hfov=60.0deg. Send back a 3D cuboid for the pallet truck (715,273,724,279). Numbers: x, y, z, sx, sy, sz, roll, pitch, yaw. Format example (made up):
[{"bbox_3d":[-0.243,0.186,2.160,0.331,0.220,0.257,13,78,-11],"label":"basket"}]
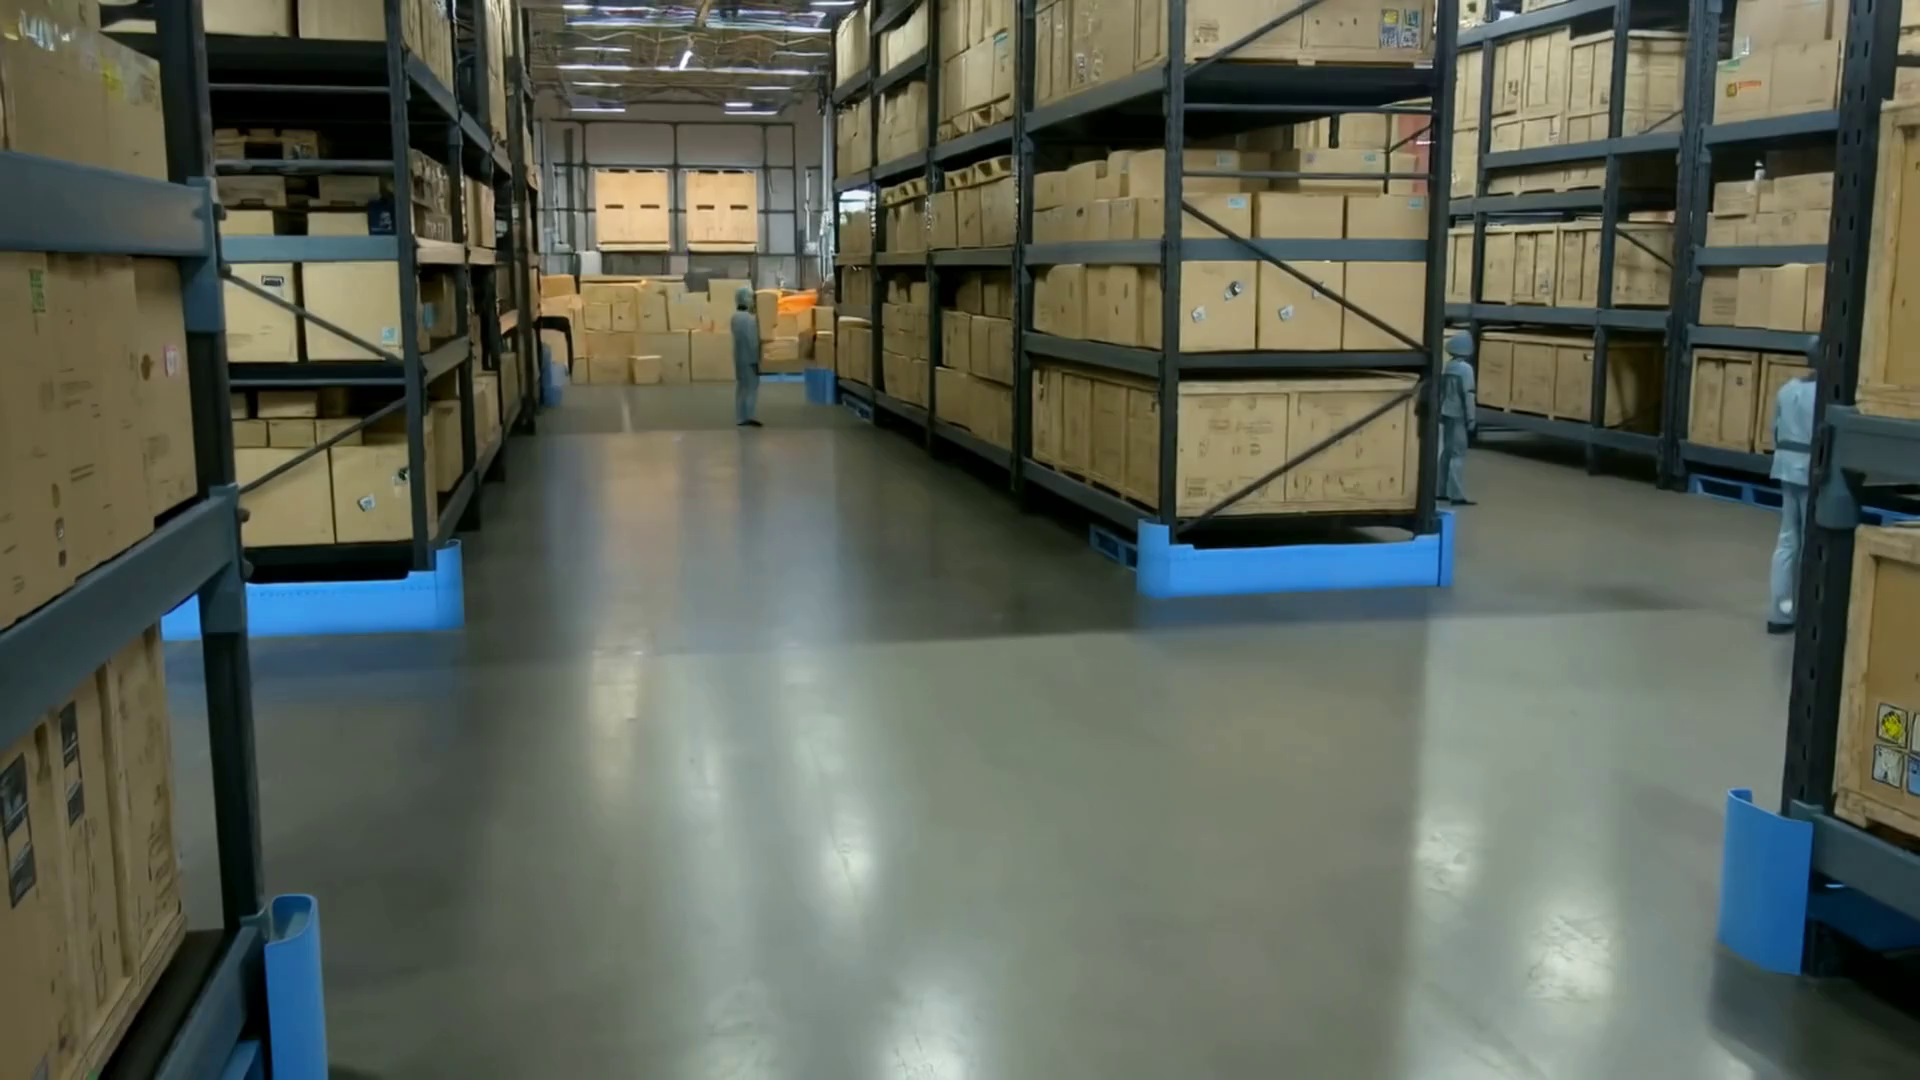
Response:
[{"bbox_3d":[-8.580,-8.986,62.280,1.885,1.965,0.823,1,9,5],"label":"pallet truck"}]

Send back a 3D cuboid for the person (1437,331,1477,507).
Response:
[{"bbox_3d":[4.637,-1.124,15.466,0.280,1.633,0.502,-2,10,-12],"label":"person"}]

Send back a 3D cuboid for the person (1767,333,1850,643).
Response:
[{"bbox_3d":[5.044,-0.311,9.866,0.387,1.846,0.566,-2,10,-12],"label":"person"}]

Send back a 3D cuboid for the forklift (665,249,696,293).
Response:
[{"bbox_3d":[-9.191,-8.194,54.769,1.129,2.768,1.873,-7,12,-38],"label":"forklift"}]

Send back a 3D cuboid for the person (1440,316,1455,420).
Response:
[{"bbox_3d":[6.923,-2.488,23.761,0.308,1.641,0.517,-2,10,-12],"label":"person"}]

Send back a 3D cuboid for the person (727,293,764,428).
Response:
[{"bbox_3d":[-2.949,-2.479,23.048,0.448,1.863,0.761,-6,11,-34],"label":"person"}]
